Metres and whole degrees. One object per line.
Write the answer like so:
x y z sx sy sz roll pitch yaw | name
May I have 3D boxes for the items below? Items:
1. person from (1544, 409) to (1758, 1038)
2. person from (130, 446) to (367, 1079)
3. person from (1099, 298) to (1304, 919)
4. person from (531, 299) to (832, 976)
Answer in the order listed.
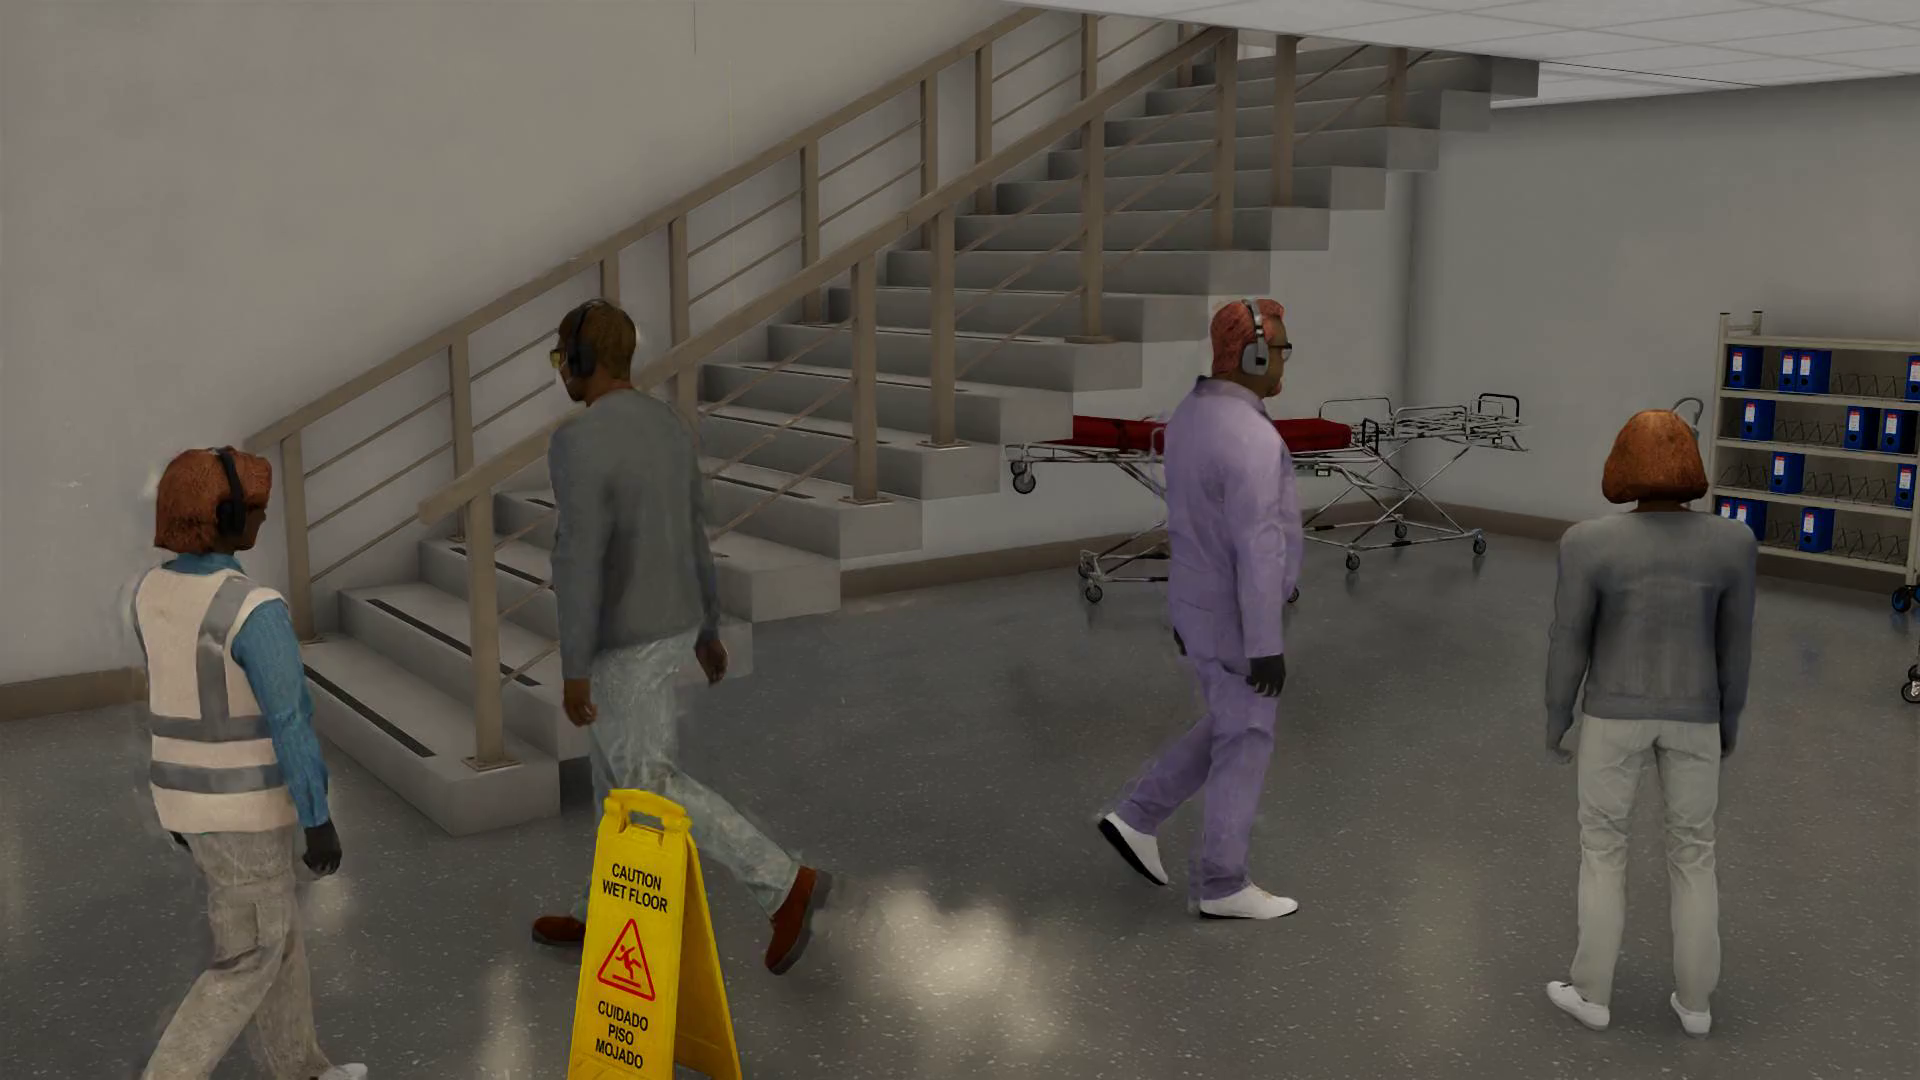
1.785 0.475 4.333 0.509 1.623 0.325 1 10 7 | person
-1.624 0.605 3.614 0.518 1.613 0.733 7 12 35 | person
0.774 0.230 4.975 0.502 1.893 0.643 -1 10 -8 | person
-0.805 0.285 4.634 0.896 1.902 0.654 3 10 16 | person
